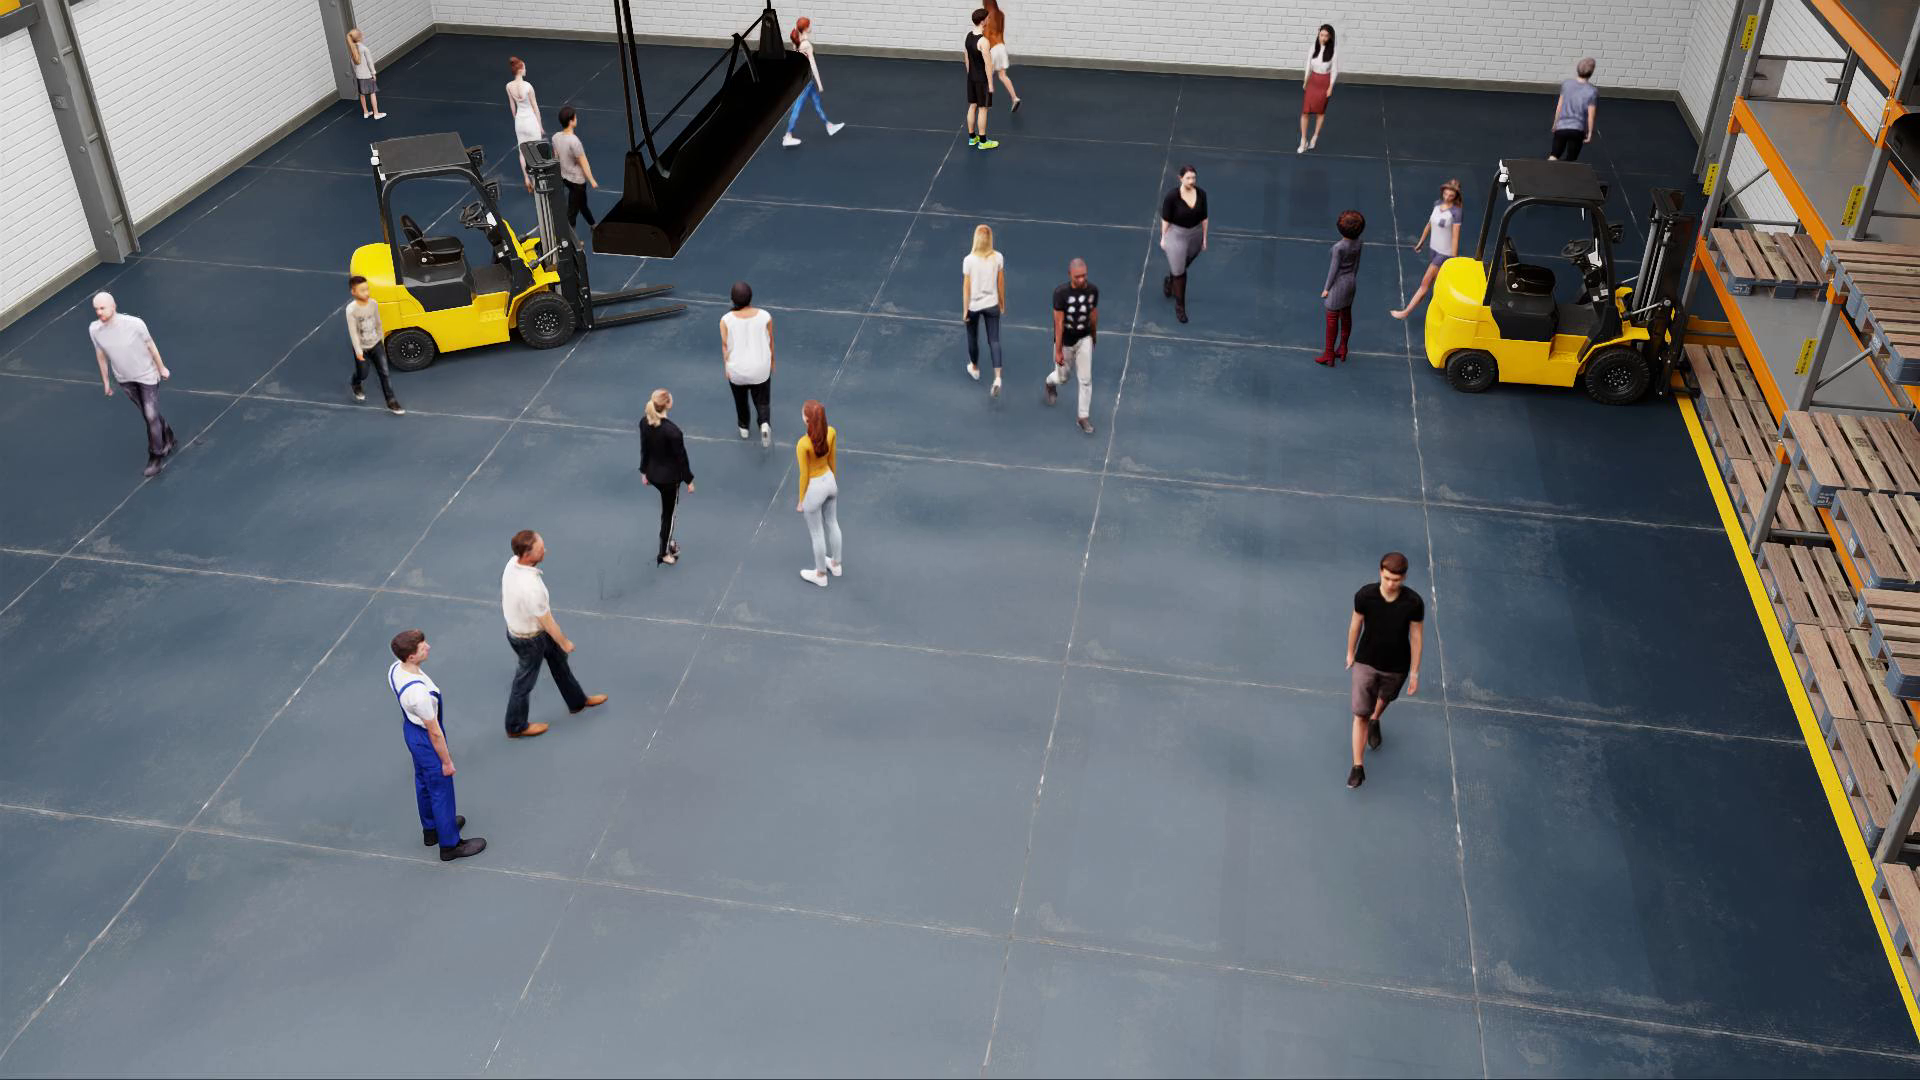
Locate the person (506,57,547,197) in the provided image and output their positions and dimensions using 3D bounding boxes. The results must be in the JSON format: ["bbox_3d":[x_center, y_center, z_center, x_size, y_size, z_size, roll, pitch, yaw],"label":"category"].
[{"bbox_3d":[-5.561,-5.295,21.319,0.611,1.799,0.542,12,36,18],"label":"person"}]

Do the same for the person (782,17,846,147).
[{"bbox_3d":[-2.192,-6.216,22.770,1.182,1.727,1.153,-20,38,-27],"label":"person"}]

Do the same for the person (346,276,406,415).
[{"bbox_3d":[-5.965,-1.958,16.624,0.910,1.440,0.967,26,41,33],"label":"person"}]

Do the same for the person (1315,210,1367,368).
[{"bbox_3d":[3.997,-2.641,17.406,0.653,1.711,0.714,-21,39,-29],"label":"person"}]

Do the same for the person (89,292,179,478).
[{"bbox_3d":[-7.727,-1.574,15.730,0.766,1.790,1.096,0,34,1],"label":"person"}]

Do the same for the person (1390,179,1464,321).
[{"bbox_3d":[5.357,-3.142,18.203,1.020,1.663,1.123,-7,34,-11],"label":"person"}]

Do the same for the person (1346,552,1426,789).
[{"bbox_3d":[3.087,0.837,12.082,0.729,1.812,1.181,8,34,11],"label":"person"}]

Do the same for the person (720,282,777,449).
[{"bbox_3d":[-2.030,-1.660,15.970,0.852,1.667,1.017,-7,34,-10],"label":"person"}]

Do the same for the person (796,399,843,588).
[{"bbox_3d":[-1.186,-0.406,14.009,0.739,1.749,0.637,26,42,34],"label":"person"}]

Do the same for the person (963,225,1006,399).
[{"bbox_3d":[0.256,-2.298,16.826,0.906,1.782,1.197,-8,34,-11],"label":"person"}]

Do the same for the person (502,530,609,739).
[{"bbox_3d":[-3.263,0.737,12.223,1.058,1.823,1.098,-13,36,-18],"label":"person"}]

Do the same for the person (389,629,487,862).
[{"bbox_3d":[-3.607,1.369,11.248,0.767,1.850,0.721,-24,41,-32],"label":"person"}]

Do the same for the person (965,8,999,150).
[{"bbox_3d":[0.266,-6.319,22.776,0.813,1.892,0.766,-23,40,-31],"label":"person"}]

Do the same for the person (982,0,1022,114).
[{"bbox_3d":[0.568,-6.987,23.970,1.096,1.683,1.098,-24,41,-32],"label":"person"}]

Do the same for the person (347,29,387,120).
[{"bbox_3d":[-8.569,-6.710,23.922,0.541,1.275,0.555,11,35,16],"label":"person"}]

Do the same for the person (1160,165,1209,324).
[{"bbox_3d":[2.440,-3.342,18.449,0.974,1.724,1.180,-10,35,-14],"label":"person"}]

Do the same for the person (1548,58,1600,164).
[{"bbox_3d":[7.686,-5.148,21.031,0.909,1.874,1.017,24,41,32],"label":"person"}]

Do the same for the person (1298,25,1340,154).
[{"bbox_3d":[4.941,-6.179,22.714,0.772,1.728,0.847,19,38,26],"label":"person"}]

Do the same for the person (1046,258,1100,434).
[{"bbox_3d":[1.073,-1.959,16.323,0.965,1.774,1.173,-12,35,-17],"label":"person"}]

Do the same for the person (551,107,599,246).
[{"bbox_3d":[-4.700,-4.295,19.915,1.082,1.688,0.965,-26,41,-33],"label":"person"}]

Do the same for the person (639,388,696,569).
[{"bbox_3d":[-2.574,-0.473,14.168,0.740,1.686,0.751,22,39,29],"label":"person"}]
